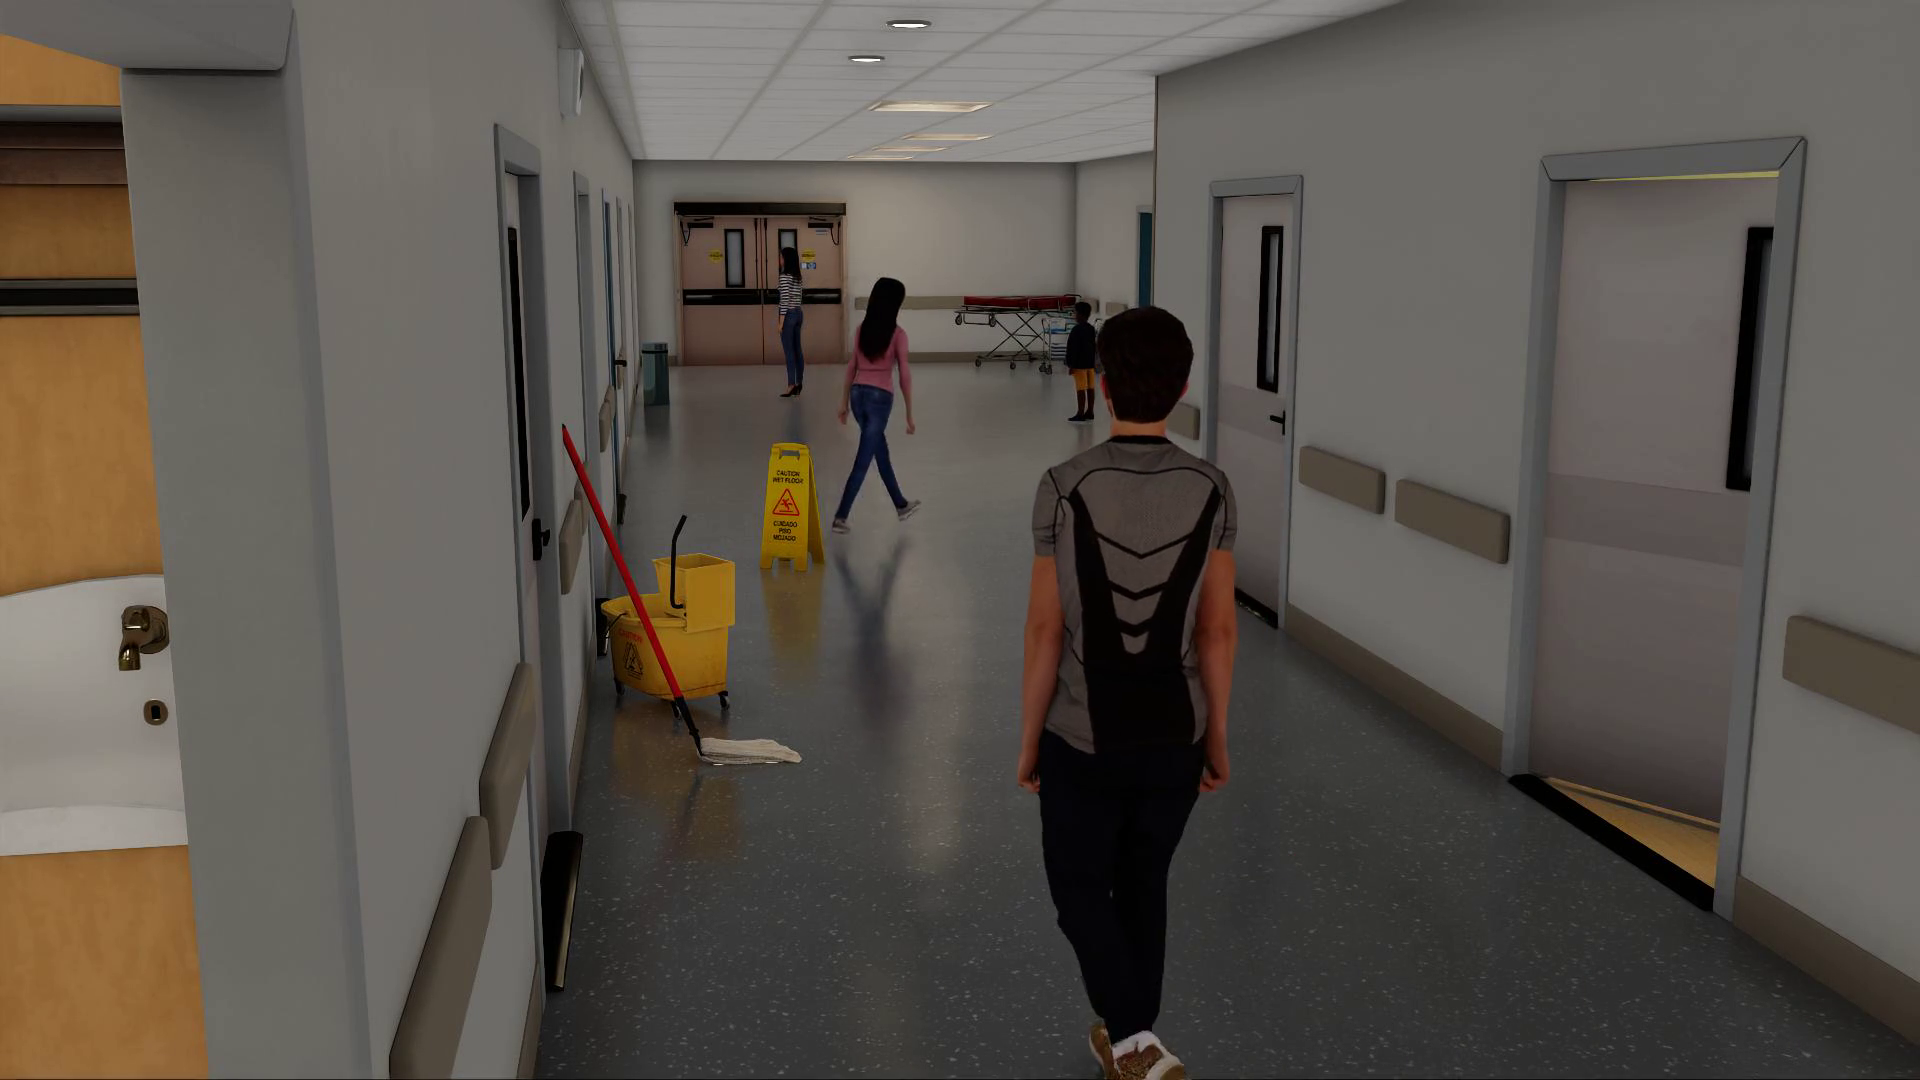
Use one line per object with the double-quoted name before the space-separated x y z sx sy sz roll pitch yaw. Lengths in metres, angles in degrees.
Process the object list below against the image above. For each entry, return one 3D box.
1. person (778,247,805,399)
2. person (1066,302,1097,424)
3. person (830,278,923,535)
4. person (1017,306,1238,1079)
"person" -2.039 -2.629 20.063 0.700 1.797 0.595 5 12 24
"person" 1.311 -1.882 17.599 0.664 1.266 0.614 10 15 42
"person" -0.644 -0.846 11.032 1.096 1.678 1.180 6 12 29
"person" 0.384 0.449 3.677 0.636 1.875 0.987 -2 11 -9
